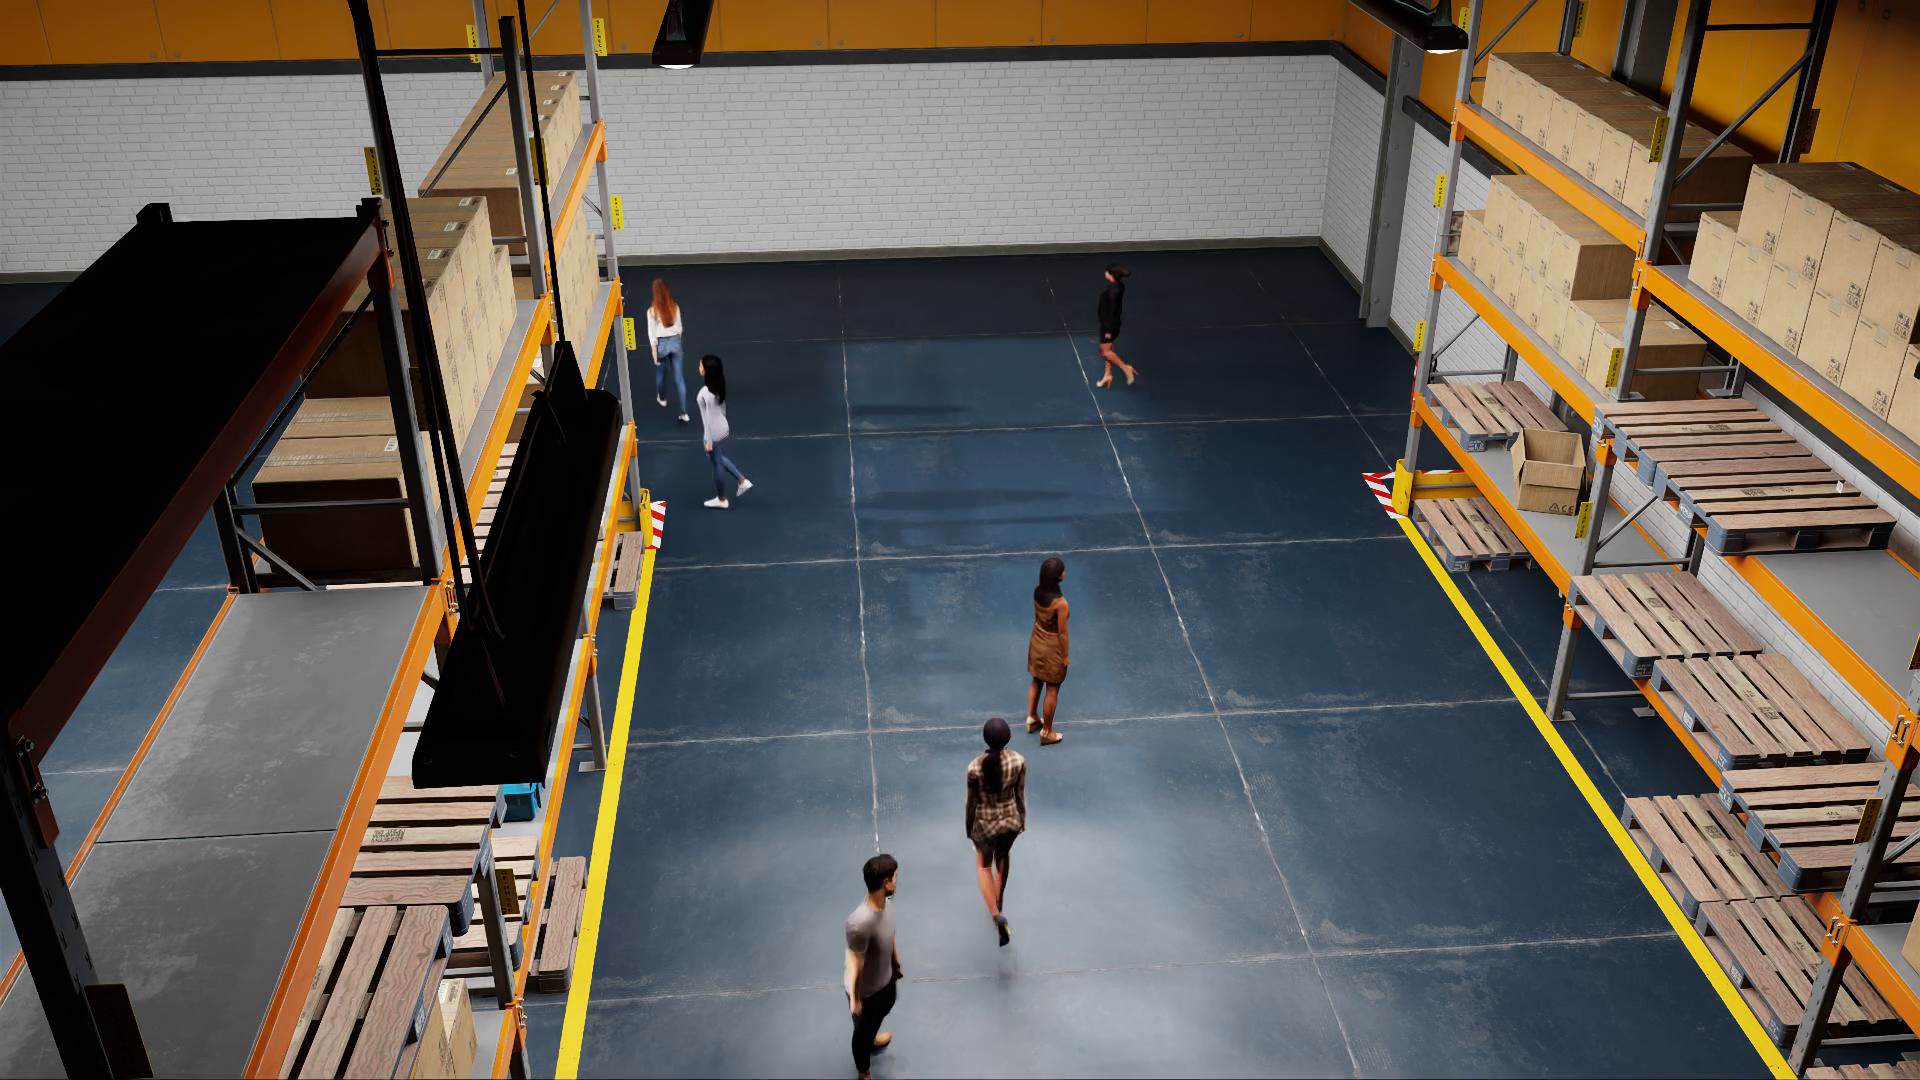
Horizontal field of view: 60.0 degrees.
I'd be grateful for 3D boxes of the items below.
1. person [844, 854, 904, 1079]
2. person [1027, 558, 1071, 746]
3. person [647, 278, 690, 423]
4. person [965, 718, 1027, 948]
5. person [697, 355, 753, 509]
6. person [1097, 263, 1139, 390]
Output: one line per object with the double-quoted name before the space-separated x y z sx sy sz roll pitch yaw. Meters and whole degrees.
"person" -0.588 2.747 10.316 0.892 1.680 0.733 22 36 34
"person" 0.736 0.912 13.699 0.695 1.661 0.584 -17 33 -28
"person" -3.357 -2.179 19.336 0.790 1.690 1.186 -11 30 -19
"person" 0.268 2.041 11.508 0.645 1.777 0.956 -5 29 -9
"person" -2.449 -1.102 17.328 0.738 1.722 0.738 3 29 6
"person" 1.887 -2.538 20.061 0.807 1.625 0.805 10 30 17
